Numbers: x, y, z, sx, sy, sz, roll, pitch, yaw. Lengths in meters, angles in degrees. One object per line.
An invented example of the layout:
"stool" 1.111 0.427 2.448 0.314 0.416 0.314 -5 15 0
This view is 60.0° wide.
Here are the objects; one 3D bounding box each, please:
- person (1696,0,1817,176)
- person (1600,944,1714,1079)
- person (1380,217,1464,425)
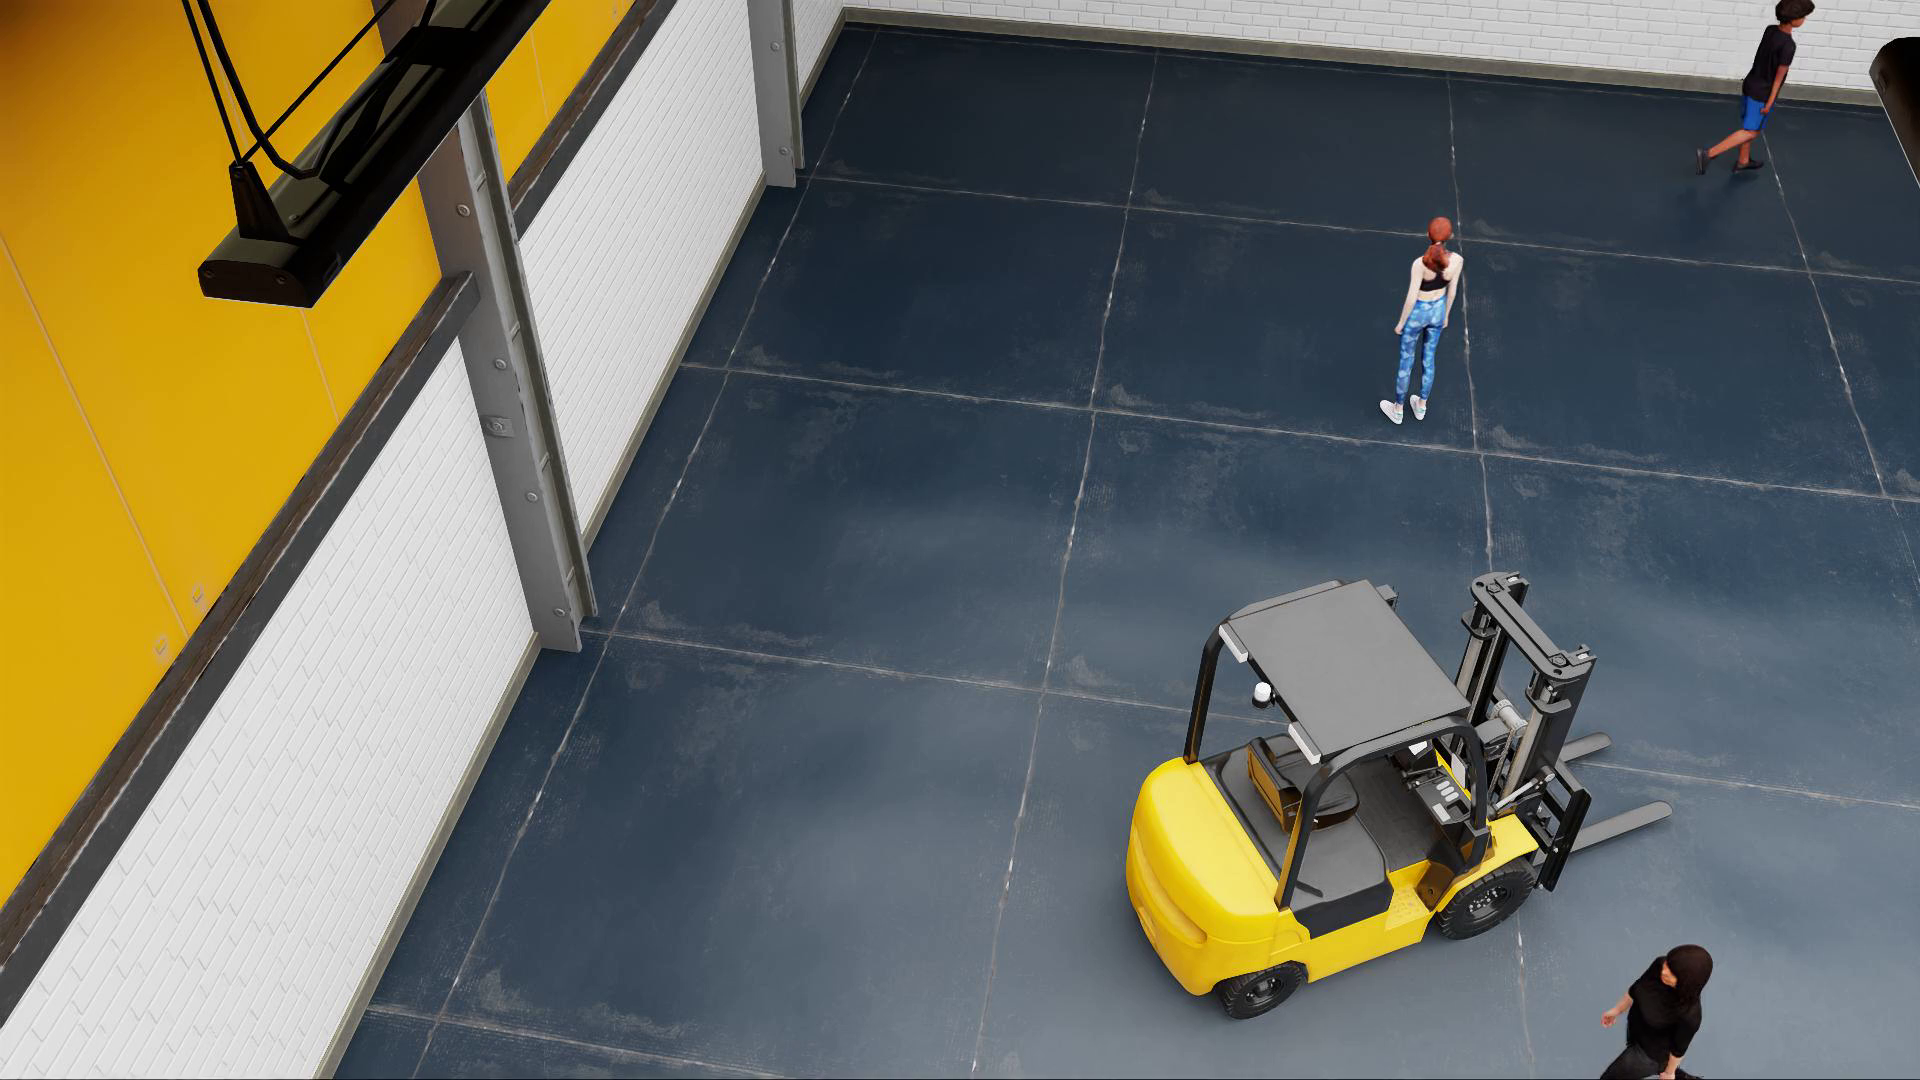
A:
"person" 7.219 -4.088 15.133 0.896 1.775 1.047 -7 44 -7
"person" 3.530 2.488 8.344 0.770 1.618 1.018 -2 44 -2
"person" 3.498 -1.655 12.572 0.654 1.784 0.667 -9 44 -10
